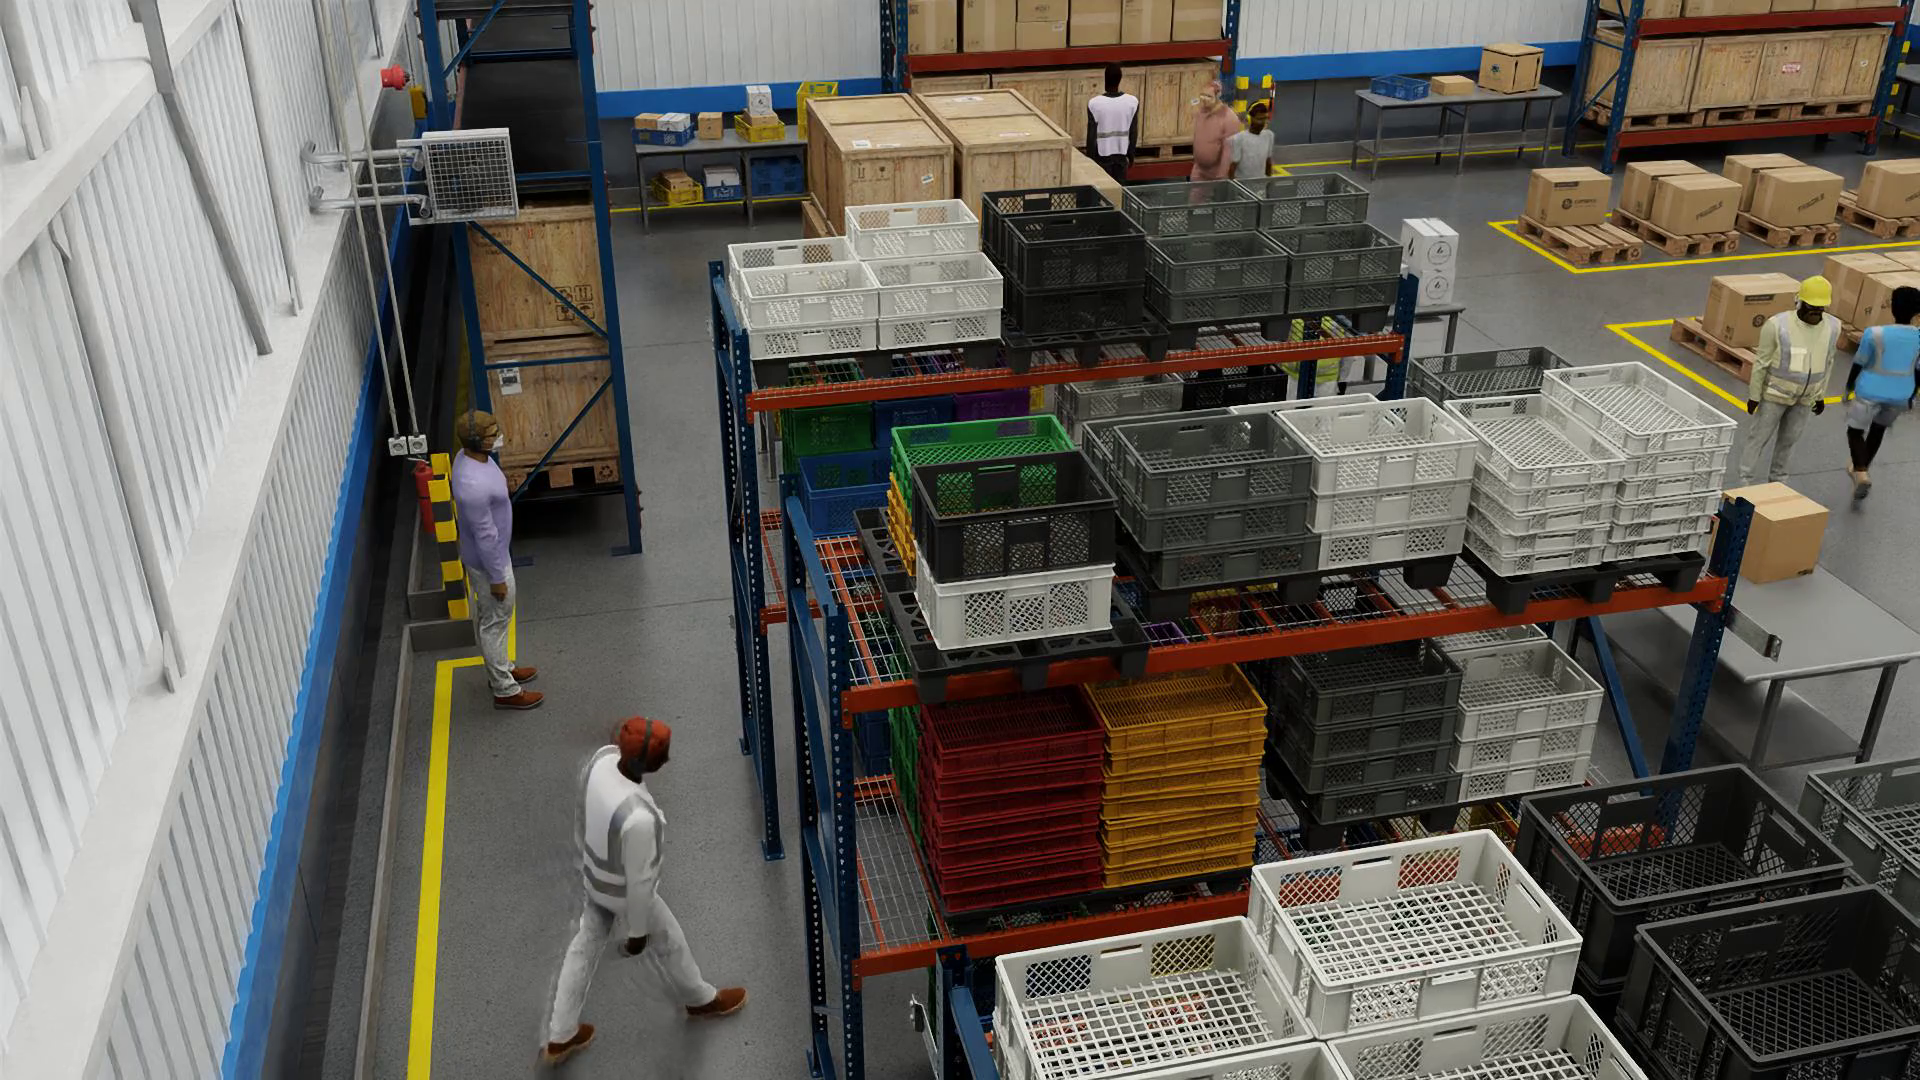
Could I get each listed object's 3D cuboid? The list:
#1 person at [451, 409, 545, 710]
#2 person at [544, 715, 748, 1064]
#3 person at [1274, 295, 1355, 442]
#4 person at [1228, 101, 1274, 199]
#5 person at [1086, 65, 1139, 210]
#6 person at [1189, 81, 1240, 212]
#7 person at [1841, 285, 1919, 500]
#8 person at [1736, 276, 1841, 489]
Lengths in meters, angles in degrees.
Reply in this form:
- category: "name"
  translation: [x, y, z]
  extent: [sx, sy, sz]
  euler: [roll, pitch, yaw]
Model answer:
- category: "person"
  translation: [-2.819, 0.110, 10.033]
  extent: [0.373, 1.940, 0.627]
  euler: [-9, 29, -16]
- category: "person"
  translation: [-1.483, 1.560, 7.407]
  extent: [0.980, 1.831, 0.563]
  euler: [-18, 33, -31]
- category: "person"
  translation: [2.701, -1.299, 12.809]
  extent: [0.626, 1.844, 0.429]
  euler: [13, 30, 23]
- category: "person"
  translation: [2.985, -3.596, 17.154]
  extent: [0.533, 1.857, 0.341]
  euler: [-14, 31, -24]
- category: "person"
  translation: [1.665, -4.263, 18.349]
  extent: [0.591, 1.922, 0.390]
  euler: [-7, 29, -13]
- category: "person"
  translation: [2.664, -3.980, 17.874]
  extent: [0.979, 1.855, 0.656]
  euler: [-22, 35, -36]
- category: "person"
  translation: [7.020, -1.113, 12.635]
  extent: [0.544, 1.677, 0.721]
  euler: [5, 28, 9]
- category: "person"
  translation: [6.208, -1.103, 12.446]
  extent: [0.599, 1.830, 0.404]
  euler: [-1, 28, -2]
